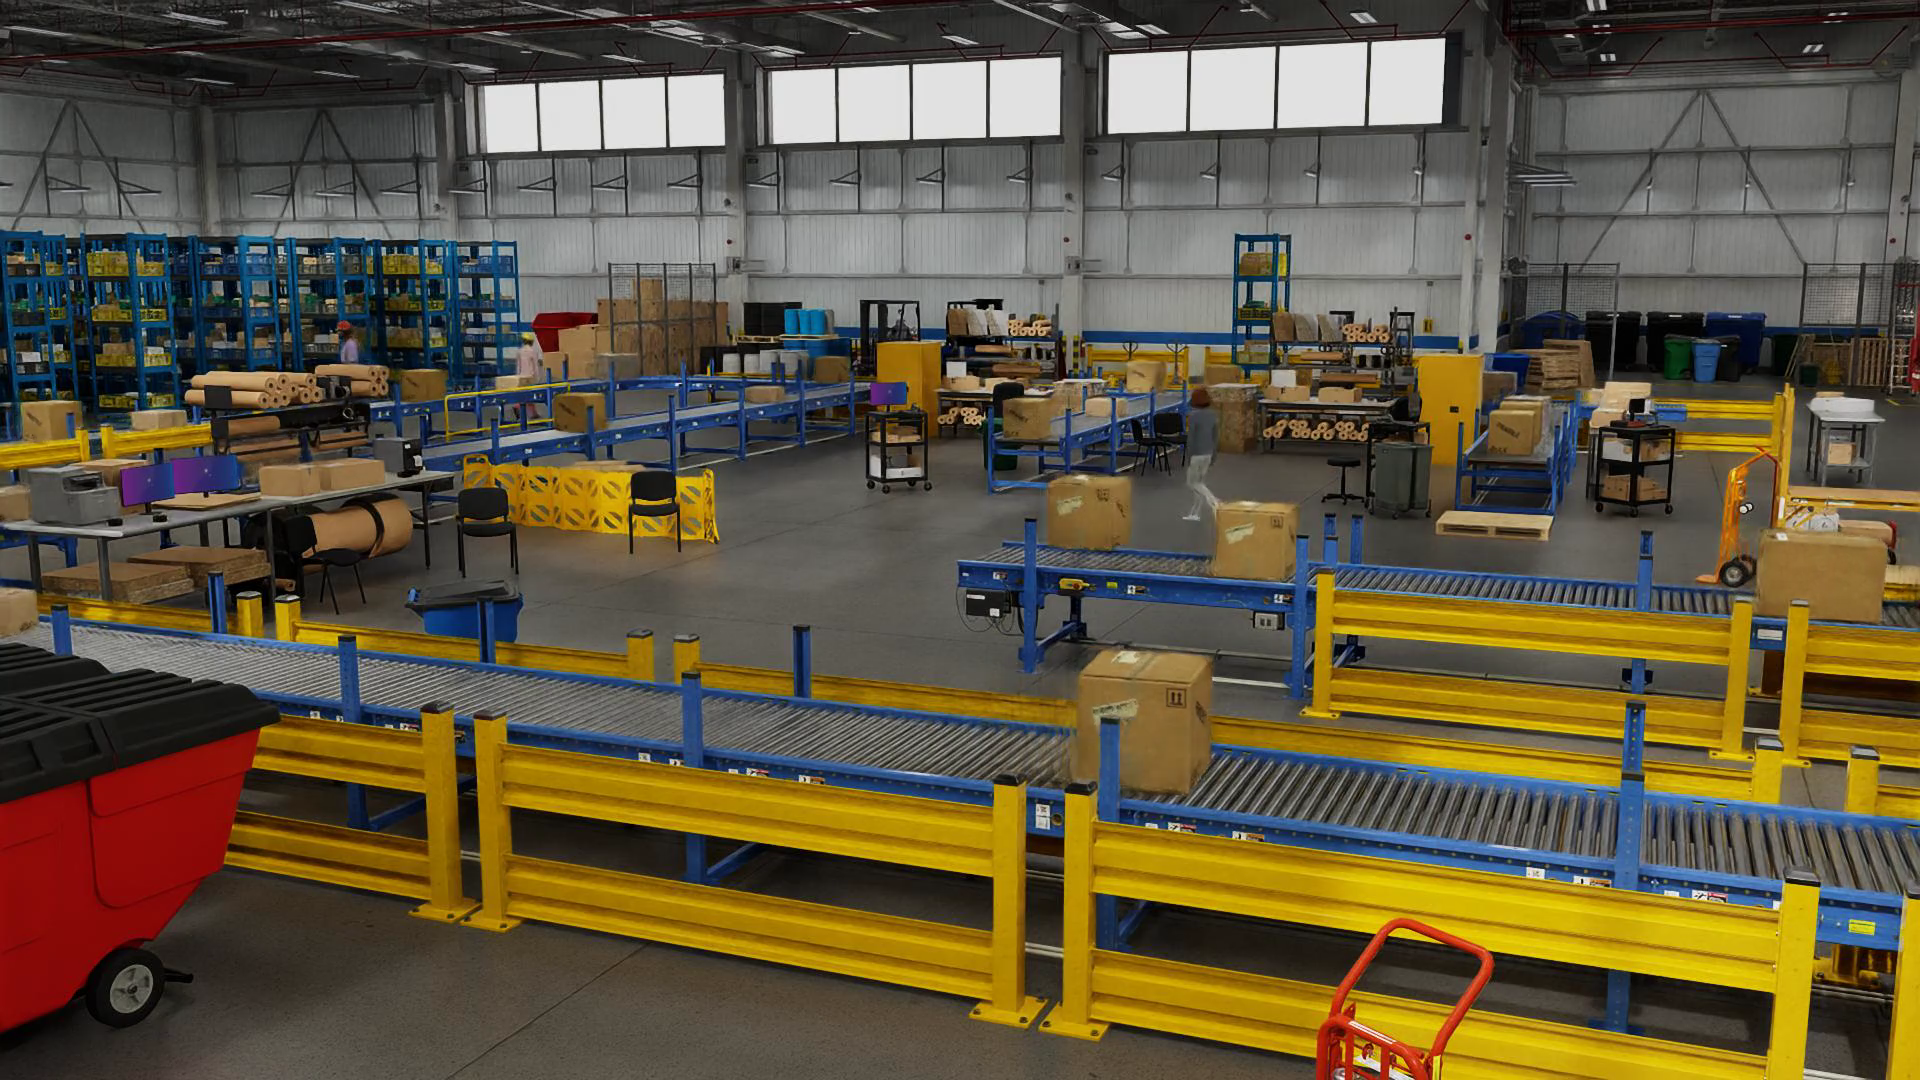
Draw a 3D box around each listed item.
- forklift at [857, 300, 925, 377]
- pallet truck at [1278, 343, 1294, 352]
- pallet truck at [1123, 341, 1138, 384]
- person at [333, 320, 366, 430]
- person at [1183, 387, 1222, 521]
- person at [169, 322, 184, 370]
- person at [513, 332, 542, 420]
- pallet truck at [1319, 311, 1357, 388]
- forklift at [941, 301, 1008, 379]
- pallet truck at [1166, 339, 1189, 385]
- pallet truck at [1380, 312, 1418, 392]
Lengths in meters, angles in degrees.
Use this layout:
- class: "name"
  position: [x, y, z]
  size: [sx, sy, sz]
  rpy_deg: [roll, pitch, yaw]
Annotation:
- class: "forklift"
  position: [-1.732, -5.109, 42.468]
  size: [1.157, 1.987, 2.680]
  rpy_deg: [4, 10, 22]
- class: "pallet truck"
  position: [7.886, -4.163, 39.743]
  size: [0.653, 1.274, 1.630]
  rpy_deg: [4, 10, 22]
- class: "pallet truck"
  position: [4.445, -4.380, 41.279]
  size: [0.680, 1.201, 1.601]
  rpy_deg: [4, 10, 22]
- class: "person"
  position: [-11.246, -3.040, 30.720]
  size: [0.536, 2.030, 0.627]
  rpy_deg: [-7, 12, -36]
- class: "person"
  position: [2.878, -0.994, 19.585]
  size: [0.510, 1.613, 0.600]
  rpy_deg: [-8, 13, -42]
- class: "person"
  position: [-18.250, -4.306, 38.707]
  size: [0.642, 1.934, 1.042]
  rpy_deg: [4, 10, 25]
- class: "person"
  position: [-8.533, -3.222, 32.716]
  size: [0.527, 1.742, 0.725]
  rpy_deg: [7, 11, 35]
- class: "pallet truck"
  position: [9.071, -4.419, 39.190]
  size: [0.823, 1.965, 1.885]
  rpy_deg: [5, 10, 26]
- class: "forklift"
  position: [0.365, -4.966, 41.571]
  size: [1.157, 1.987, 2.680]
  rpy_deg: [3, 10, 20]
- class: "pallet truck"
  position: [5.418, -4.269, 40.420]
  size: [0.704, 1.261, 1.522]
  rpy_deg: [3, 10, 20]
- class: "pallet truck"
  position: [10.207, -4.283, 38.369]
  size: [0.823, 1.965, 1.885]
  rpy_deg: [3, 10, 20]
